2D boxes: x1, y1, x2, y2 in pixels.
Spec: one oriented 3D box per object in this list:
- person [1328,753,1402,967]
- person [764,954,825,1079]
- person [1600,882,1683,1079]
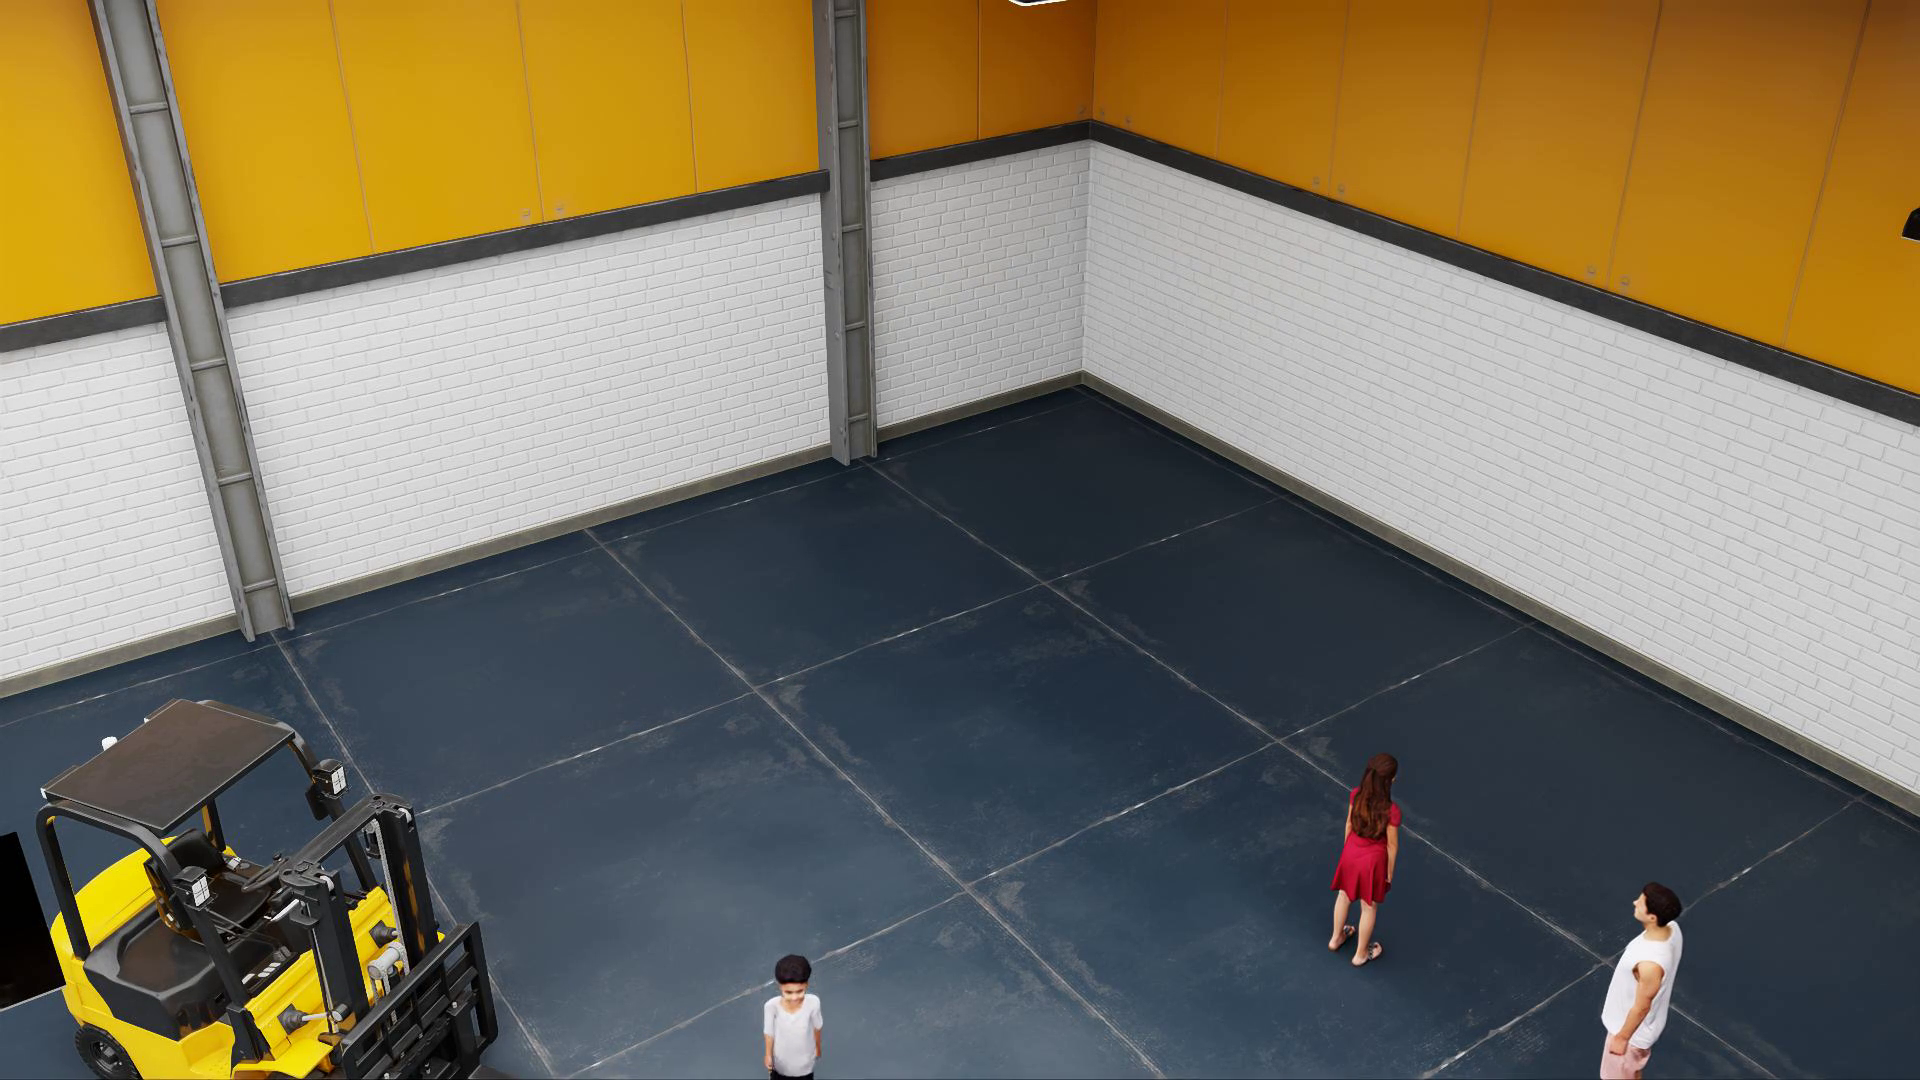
[{"bbox_3d":[2.573,2.012,10.556,0.608,1.551,0.669,22,36,35],"label":"person"},{"bbox_3d":[-0.947,2.818,9.392,0.772,1.250,0.765,-2,29,-5],"label":"person"},{"bbox_3d":[3.730,2.636,9.166,0.784,1.787,0.636,17,33,28],"label":"person"}]
